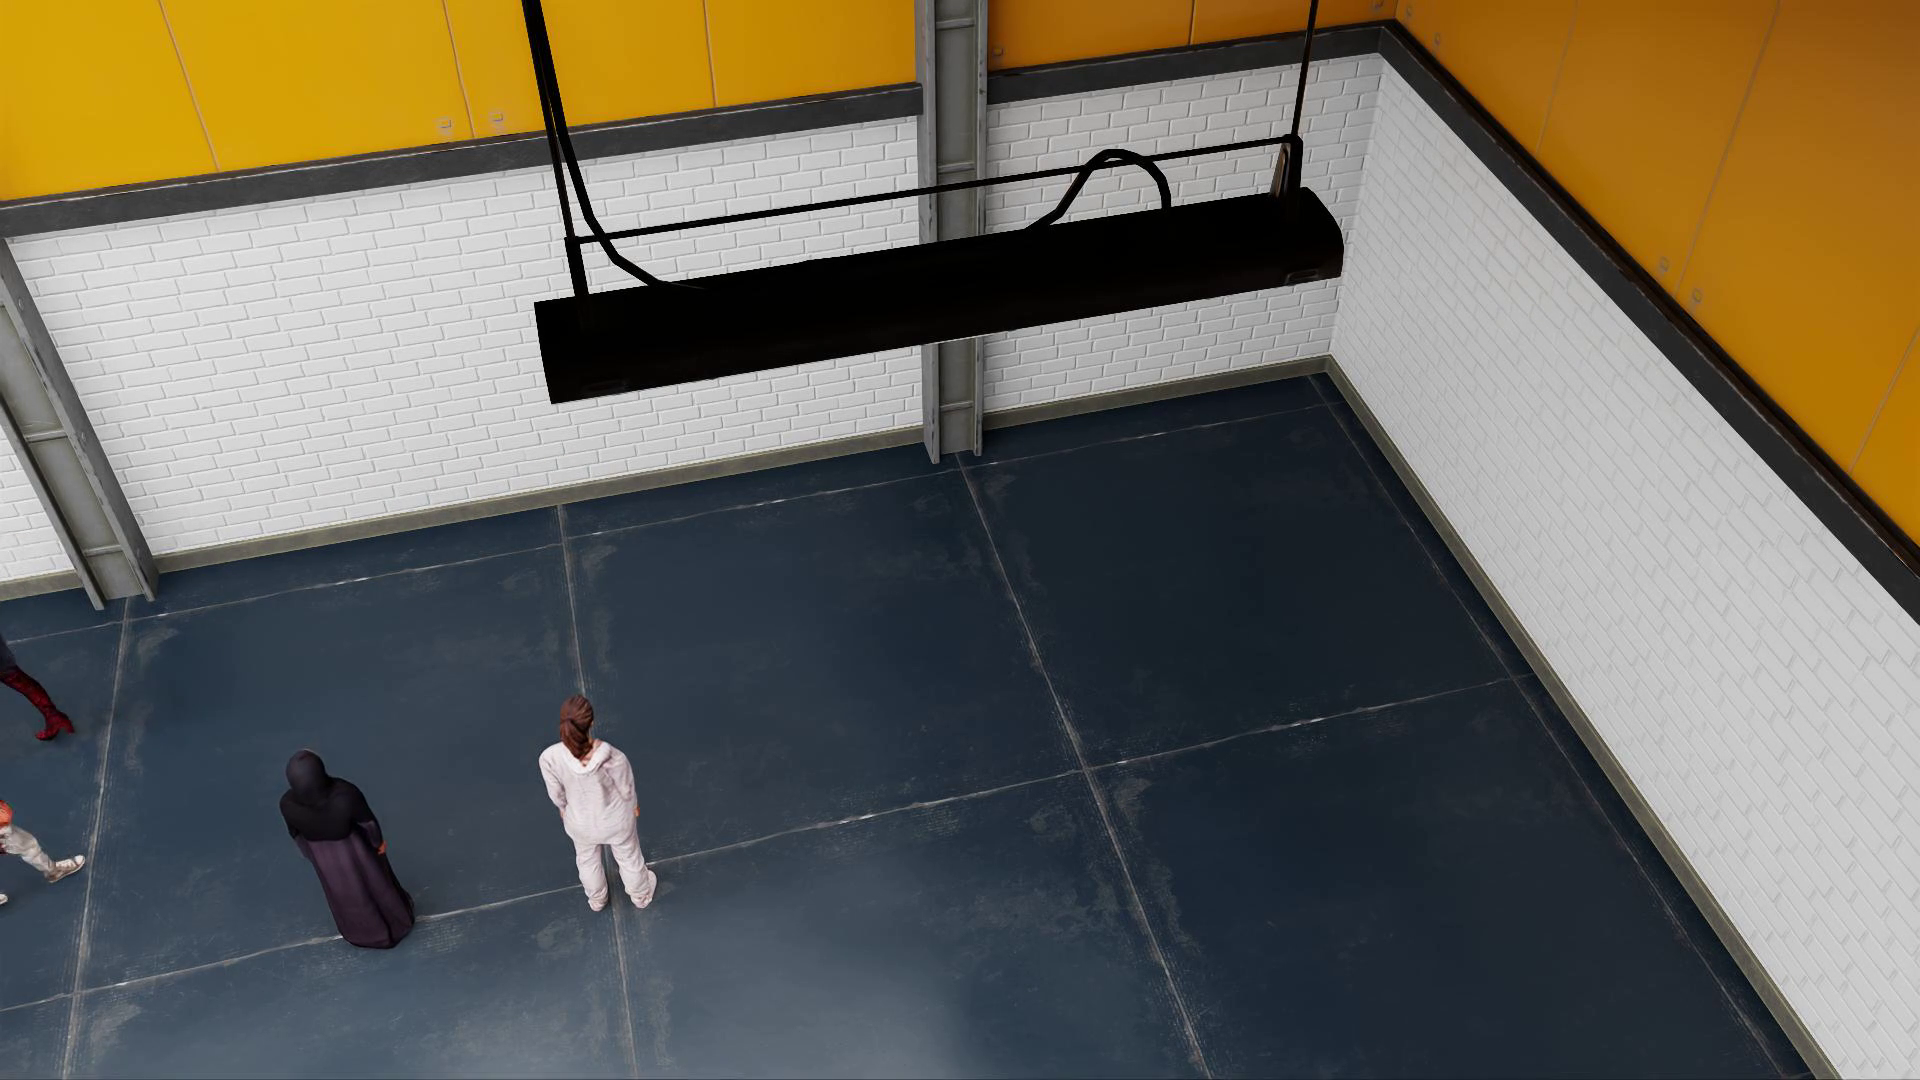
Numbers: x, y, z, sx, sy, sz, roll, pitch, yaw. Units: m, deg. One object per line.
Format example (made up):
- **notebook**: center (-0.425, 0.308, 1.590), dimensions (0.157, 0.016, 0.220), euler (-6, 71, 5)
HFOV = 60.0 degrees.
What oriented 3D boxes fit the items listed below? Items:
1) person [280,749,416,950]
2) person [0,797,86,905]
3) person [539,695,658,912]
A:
- **person**: center (-3.395, 1.683, 9.127), dimensions (0.549, 1.612, 0.675), euler (-6, 44, -6)
- **person**: center (-5.566, 1.632, 9.408), dimensions (0.945, 1.298, 0.739), euler (-31, 52, -29)
- **person**: center (-2.018, 1.507, 9.253), dimensions (0.584, 1.693, 0.744), euler (-1, 44, -1)
